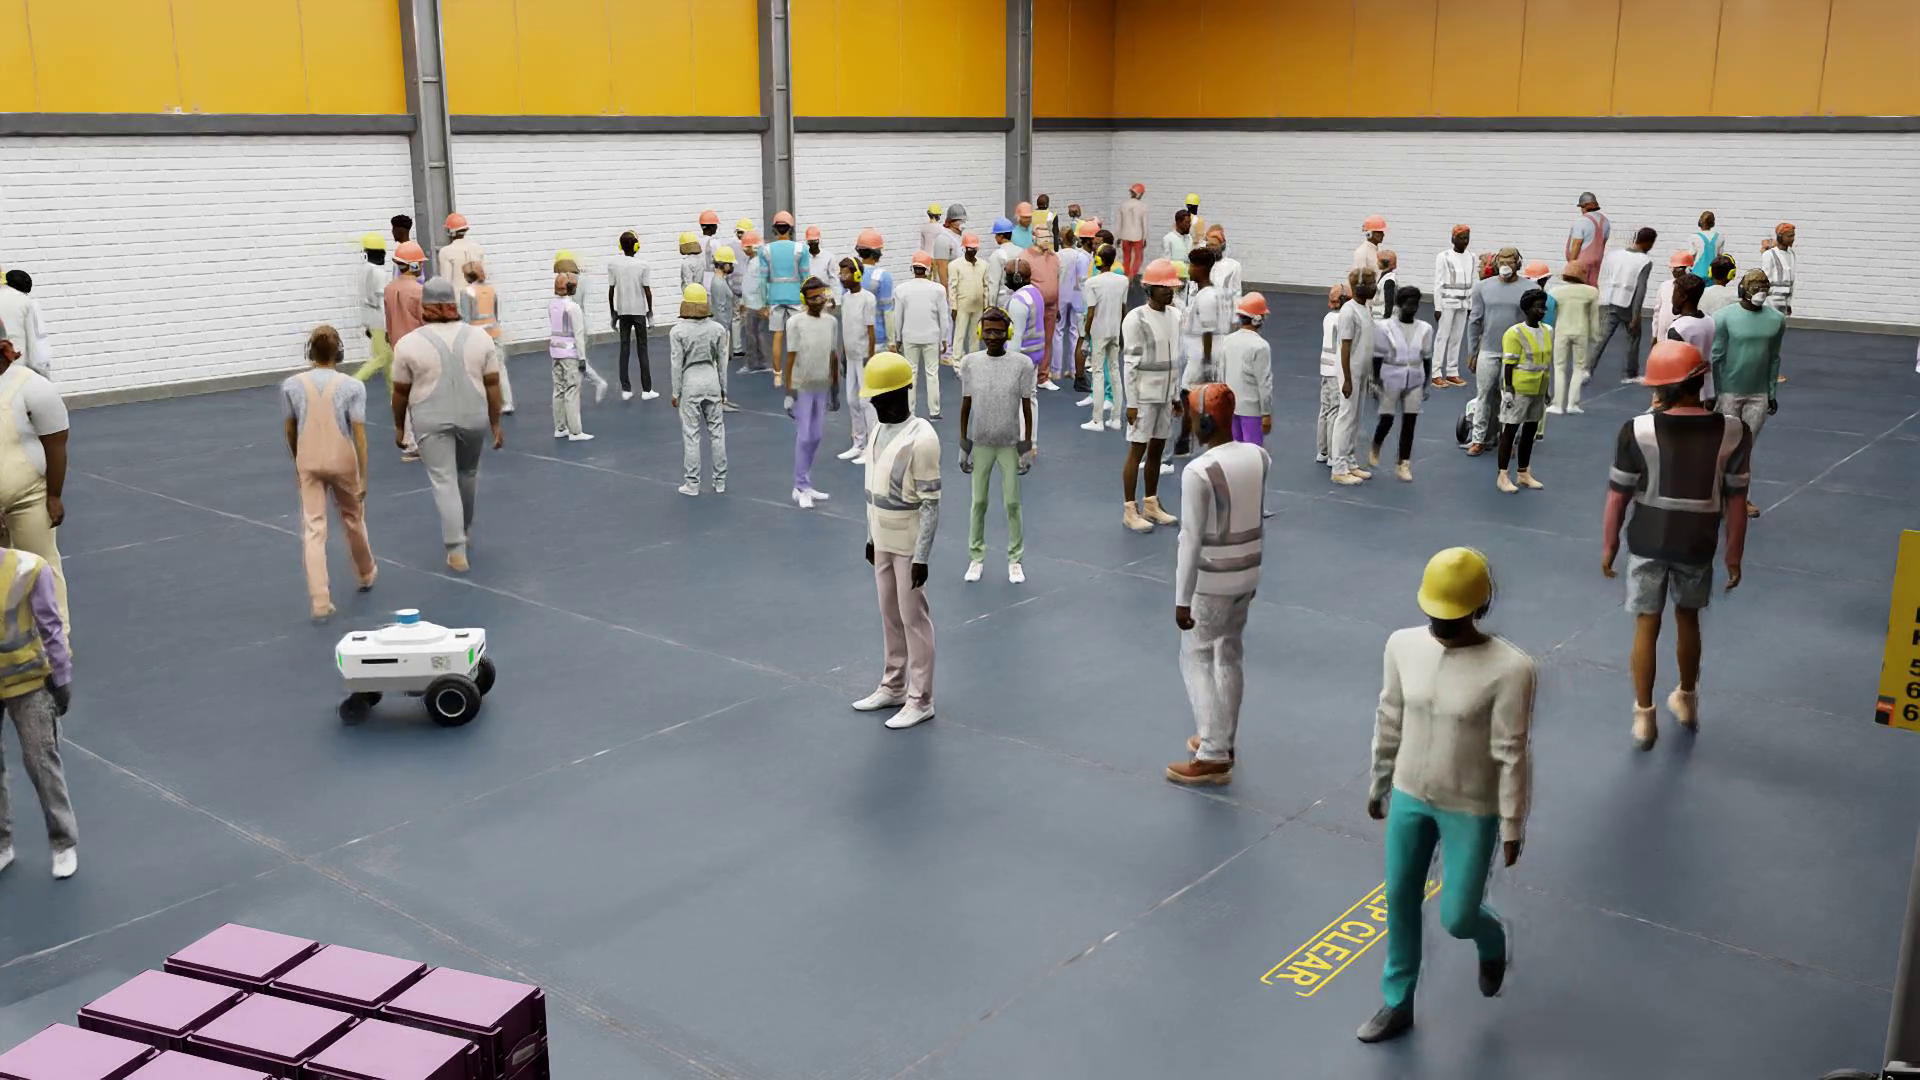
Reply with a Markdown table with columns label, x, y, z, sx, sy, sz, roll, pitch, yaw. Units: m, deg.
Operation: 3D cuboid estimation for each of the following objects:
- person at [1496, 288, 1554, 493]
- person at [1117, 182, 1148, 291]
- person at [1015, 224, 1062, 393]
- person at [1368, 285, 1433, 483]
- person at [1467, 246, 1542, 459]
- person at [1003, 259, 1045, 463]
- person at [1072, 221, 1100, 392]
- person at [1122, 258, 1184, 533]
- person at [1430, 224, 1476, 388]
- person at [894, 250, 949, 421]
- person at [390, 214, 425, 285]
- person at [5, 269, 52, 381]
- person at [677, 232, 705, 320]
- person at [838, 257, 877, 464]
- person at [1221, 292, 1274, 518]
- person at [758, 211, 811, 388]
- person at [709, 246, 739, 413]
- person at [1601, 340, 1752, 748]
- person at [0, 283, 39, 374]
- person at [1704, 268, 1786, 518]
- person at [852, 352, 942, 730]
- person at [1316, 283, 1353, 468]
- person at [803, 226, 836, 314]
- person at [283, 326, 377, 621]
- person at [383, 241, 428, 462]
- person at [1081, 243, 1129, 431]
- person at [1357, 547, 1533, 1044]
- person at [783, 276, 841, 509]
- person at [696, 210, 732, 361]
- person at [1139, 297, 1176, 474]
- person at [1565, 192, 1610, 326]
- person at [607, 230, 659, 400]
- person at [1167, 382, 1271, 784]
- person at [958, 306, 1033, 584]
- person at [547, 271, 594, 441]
| label | x | y | z | sx | sy | sz | roll | pitch | yaw |
| --- | --- | --- | --- | --- | --- | --- | --- | --- | --- |
| person | 4.711 | -1.239 | 13.820 | 0.541 | 1.695 | 0.315 | -8 | 16 | -29 |
| person | 3.141 | -5.522 | 30.376 | 0.642 | 1.976 | 0.509 | 7 | 16 | 26 |
| person | 0.919 | -2.635 | 18.974 | 0.654 | 1.906 | 0.408 | -12 | 18 | -40 |
| person | 3.777 | -1.347 | 14.258 | 0.546 | 1.684 | 0.466 | -2 | 14 | -6 |
| person | 4.962 | -1.714 | 15.227 | 0.637 | 1.938 | 0.355 | 6 | 15 | 22 |
| person | 0.543 | -1.624 | 15.086 | 0.430 | 1.836 | 0.626 | 4 | 15 | 17 |
| person | 1.462 | -2.667 | 19.039 | 0.355 | 1.939 | 0.543 | 0 | 14 | 2 |
| person | 1.475 | -1.088 | 12.515 | 0.609 | 2.044 | 0.396 | -13 | 19 | -42 |
| person | 5.754 | -2.721 | 19.364 | 0.585 | 1.882 | 0.337 | -7 | 16 | -27 |
| person | -0.395 | -2.093 | 17.118 | 0.573 | 1.750 | 0.329 | 1 | 14 | 5 |
| person | -6.619 | -2.919 | 19.989 | 0.361 | 1.963 | 0.614 | -1 | 14 | -4 |
| person | -8.762 | -1.706 | 15.717 | 0.319 | 1.686 | 0.539 | -4 | 15 | -15 |
| person | -3.288 | -2.896 | 20.365 | 0.313 | 1.734 | 0.494 | 4 | 15 | 15 |
| person | -0.921 | -1.622 | 15.038 | 0.322 | 1.856 | 0.529 | -9 | 17 | -33 |
| person | 2.253 | -1.041 | 12.924 | 0.345 | 1.748 | 0.575 | -7 | 16 | -26 |
| person | -2.015 | -2.779 | 19.283 | 0.605 | 2.040 | 0.388 | 1 | 14 | 3 |
| person | -2.508 | -2.235 | 17.685 | 0.345 | 1.758 | 0.532 | -2 | 14 | -8 |
| person | 3.515 | -0.003 | 8.267 | 0.641 | 2.001 | 0.734 | 3 | 14 | 12 |
| person | -8.607 | -1.599 | 14.927 | 0.916 | 1.878 | 0.651 | 10 | 17 | 34 |
| person | 6.063 | -1.133 | 12.909 | 0.630 | 1.940 | 0.371 | -2 | 14 | -10 |
| person | -0.321 | 0.001 | 8.420 | 0.380 | 1.917 | 0.586 | -8 | 16 | -30 |
| person | 3.368 | -1.464 | 14.839 | 0.307 | 1.641 | 0.514 | -2 | 14 | -8 |
| person | -1.862 | -3.131 | 21.264 | 0.563 | 1.753 | 0.335 | -1 | 14 | -4 |
| person | -3.958 | -0.449 | 10.473 | 0.520 | 1.784 | 0.993 | -3 | 14 | -10 |
| person | -4.895 | -1.677 | 14.967 | 0.609 | 1.995 | 0.375 | 9 | 16 | 31 |
| person | 1.438 | -2.016 | 16.591 | 0.512 | 1.865 | 0.328 | -8 | 16 | -29 |
| person | 1.615 | 0.837 | 5.434 | 0.551 | 1.734 | 0.581 | -13 | 19 | -43 |
| person | -1.185 | -1.188 | 13.318 | 0.582 | 1.851 | 0.403 | -12 | 18 | -39 |
| person | -3.227 | -3.275 | 21.470 | 0.544 | 1.939 | 0.372 | 13 | 19 | 42 |
| person | 1.740 | -1.391 | 14.557 | 0.268 | 1.632 | 0.507 | -3 | 14 | -10 |
| person | 9.386 | -4.230 | 25.076 | 0.678 | 2.000 | 0.537 | -8 | 16 | -28 |
| person | -3.646 | -2.491 | 18.474 | 0.519 | 1.873 | 0.335 | 2 | 14 | 8 |
| person | 1.192 | 0.192 | 7.761 | 0.594 | 1.873 | 0.444 | -13 | 19 | -41 |
| person | 0.235 | -0.623 | 11.048 | 0.499 | 1.858 | 0.333 | 2 | 14 | 9 |
| person | -3.786 | -1.765 | 16.057 | 0.524 | 1.633 | 0.315 | 13 | 19 | 42 |
